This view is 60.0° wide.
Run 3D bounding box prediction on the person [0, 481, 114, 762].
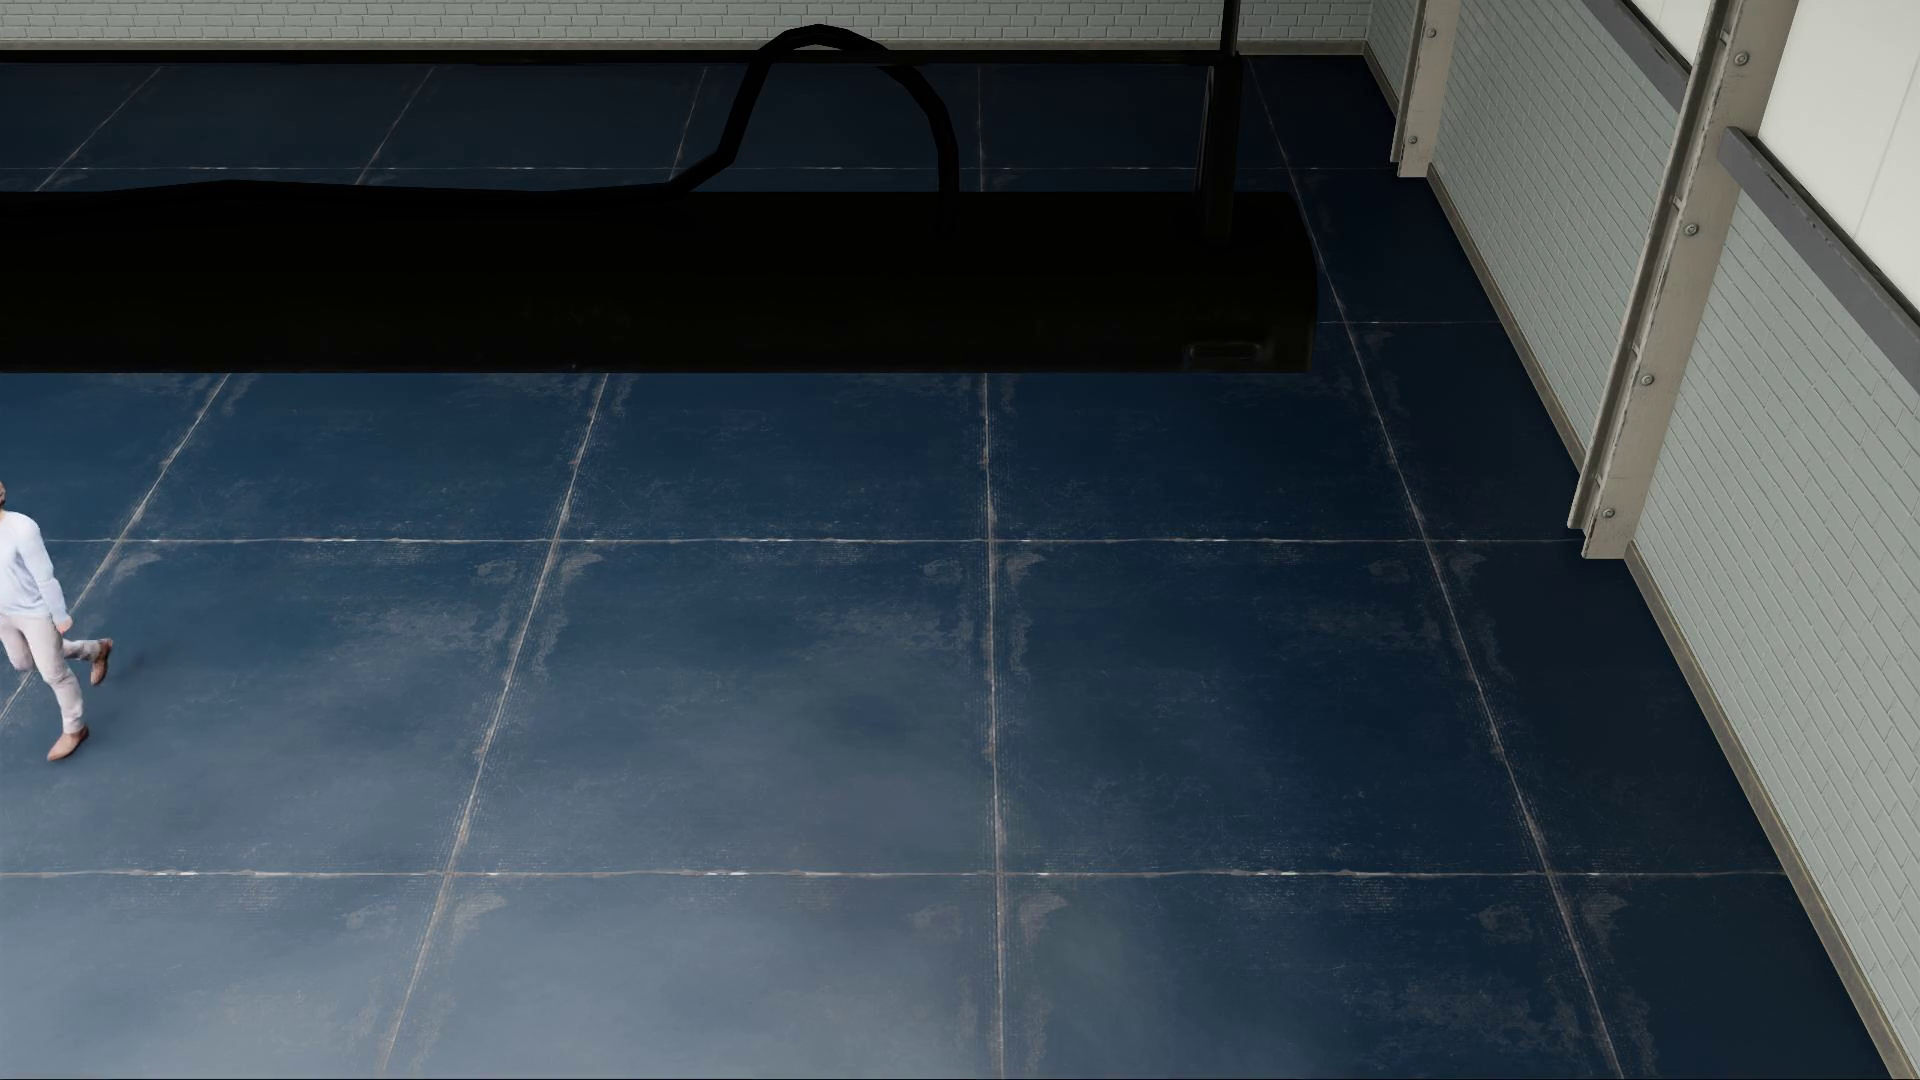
[{"bbox_3d":[-5.232,0.345,9.441,0.867,1.877,1.093,11,39,14],"label":"person"}]
